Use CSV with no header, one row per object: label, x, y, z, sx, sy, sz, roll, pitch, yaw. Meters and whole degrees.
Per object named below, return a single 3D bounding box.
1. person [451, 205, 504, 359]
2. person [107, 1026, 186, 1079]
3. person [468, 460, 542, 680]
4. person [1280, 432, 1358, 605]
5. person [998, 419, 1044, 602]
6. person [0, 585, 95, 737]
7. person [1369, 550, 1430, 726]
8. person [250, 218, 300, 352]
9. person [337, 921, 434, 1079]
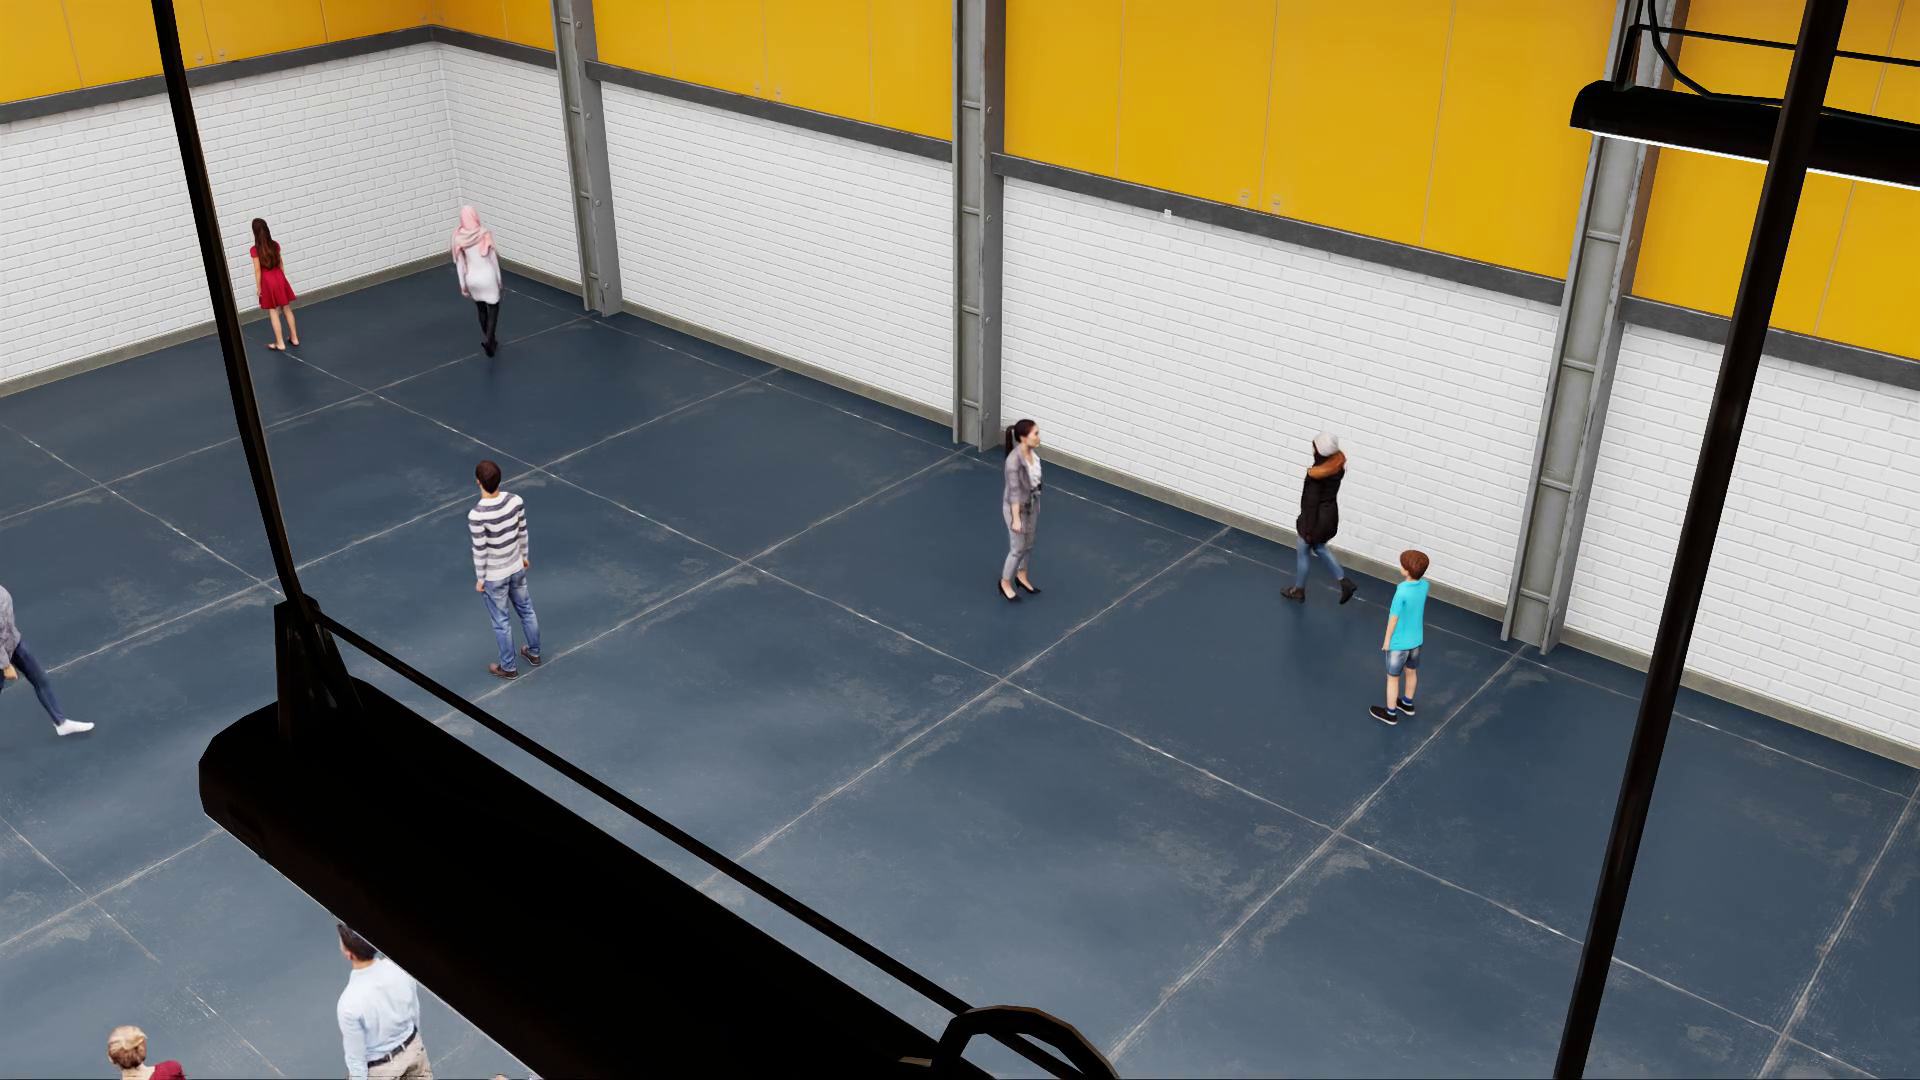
person,-5.436,-2.903,18.876,1.024,1.788,1.088,-3,29,-6
person,-3.878,3.049,8.073,0.905,1.685,0.717,16,32,27
person,-3.592,0.223,13.077,0.511,1.854,0.643,21,35,34
person,3.084,-0.155,14.012,0.882,1.622,0.632,22,36,35
person,0.492,-0.252,14.137,0.637,1.672,0.681,13,31,23
person,-7.103,0.839,12.124,1.106,1.686,1.203,-8,30,-14
person,3.381,0.718,12.592,0.560,1.450,0.554,-18,34,-30
person,-7.961,-2.972,19.249,0.601,1.552,0.541,19,34,31
person,-2.874,2.727,8.545,1.233,1.799,0.742,18,34,30
